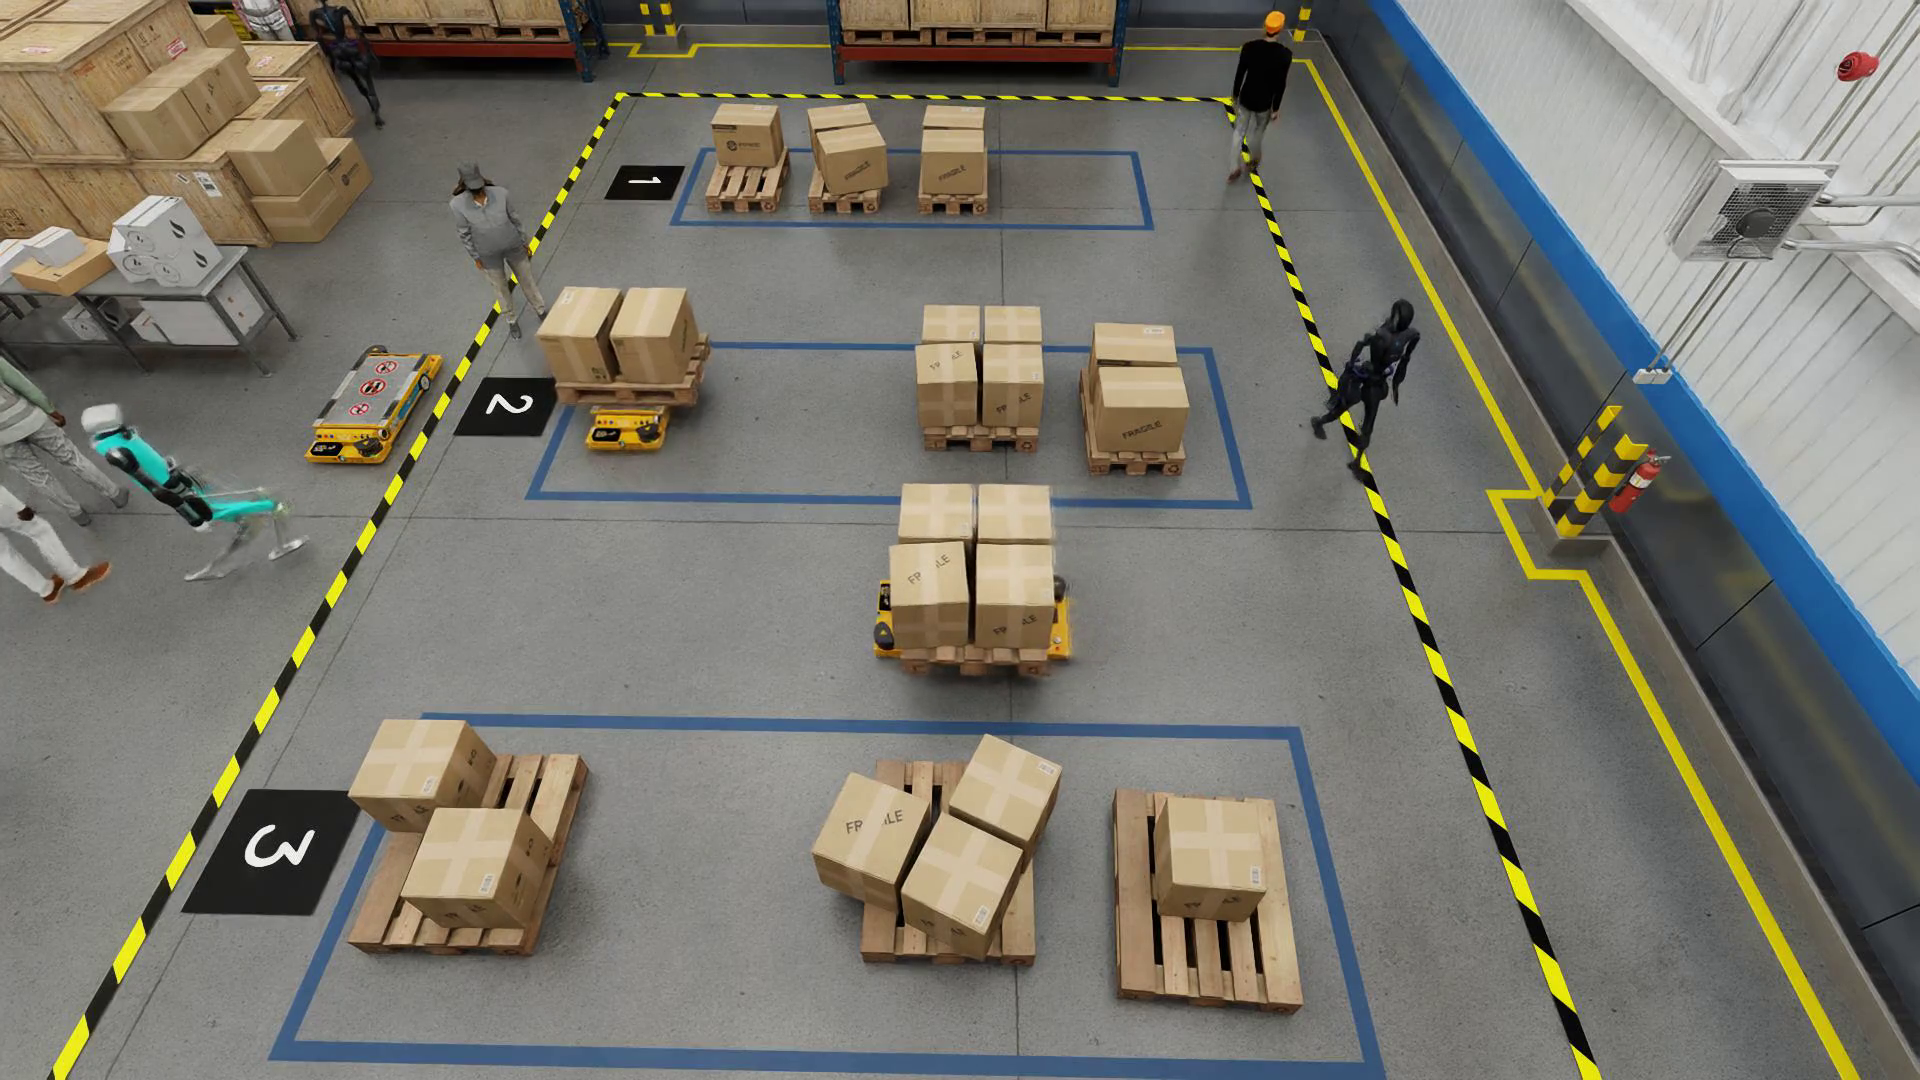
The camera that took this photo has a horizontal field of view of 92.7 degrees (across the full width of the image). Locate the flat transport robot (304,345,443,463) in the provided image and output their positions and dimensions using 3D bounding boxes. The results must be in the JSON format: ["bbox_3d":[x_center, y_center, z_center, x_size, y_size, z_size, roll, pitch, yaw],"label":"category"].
[{"bbox_3d":[-5.383,-1.269,8.441,0.659,0.231,1.431,1,50,1],"label":"flat transport robot"}]

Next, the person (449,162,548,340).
[{"bbox_3d":[-4.377,-2.763,8.724,0.563,1.765,0.402,-28,55,-22],"label":"person"}]

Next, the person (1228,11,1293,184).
[{"bbox_3d":[3.500,-5.196,10.723,0.614,1.853,0.851,23,54,18],"label":"person"}]

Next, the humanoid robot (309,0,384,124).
[{"bbox_3d":[-7.823,-6.203,11.727,0.602,1.628,0.772,-10,50,-8],"label":"humanoid robot"}]

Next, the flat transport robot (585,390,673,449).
[{"bbox_3d":[-2.979,-1.417,8.547,0.652,0.197,1.431,1,50,1],"label":"flat transport robot"}]

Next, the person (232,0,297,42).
[{"bbox_3d":[-9.144,-6.838,12.128,0.590,1.832,0.404,-20,53,-16],"label":"person"}]

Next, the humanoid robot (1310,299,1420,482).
[{"bbox_3d":[3.359,-1.296,7.575,0.608,1.633,0.788,-7,50,-6],"label":"humanoid robot"}]

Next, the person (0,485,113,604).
[{"bbox_3d":[-7.010,-0.232,6.516,0.607,1.875,0.347,-7,50,-5],"label":"person"}]

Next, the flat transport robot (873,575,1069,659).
[{"bbox_3d":[0.087,0.558,6.877,1.431,0.197,0.652,1,50,1],"label":"flat transport robot"}]

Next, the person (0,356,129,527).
[{"bbox_3d":[-7.257,-0.877,7.010,0.386,1.948,0.603,36,59,27],"label":"person"}]

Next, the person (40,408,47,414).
[{"bbox_3d":[-8.671,-1.792,7.738,0.448,2.020,0.622,-30,56,-23],"label":"person"}]

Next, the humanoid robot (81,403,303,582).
[{"bbox_3d":[-5.518,-0.342,6.688,1.024,1.738,0.554,-33,57,-25],"label":"humanoid robot"}]
